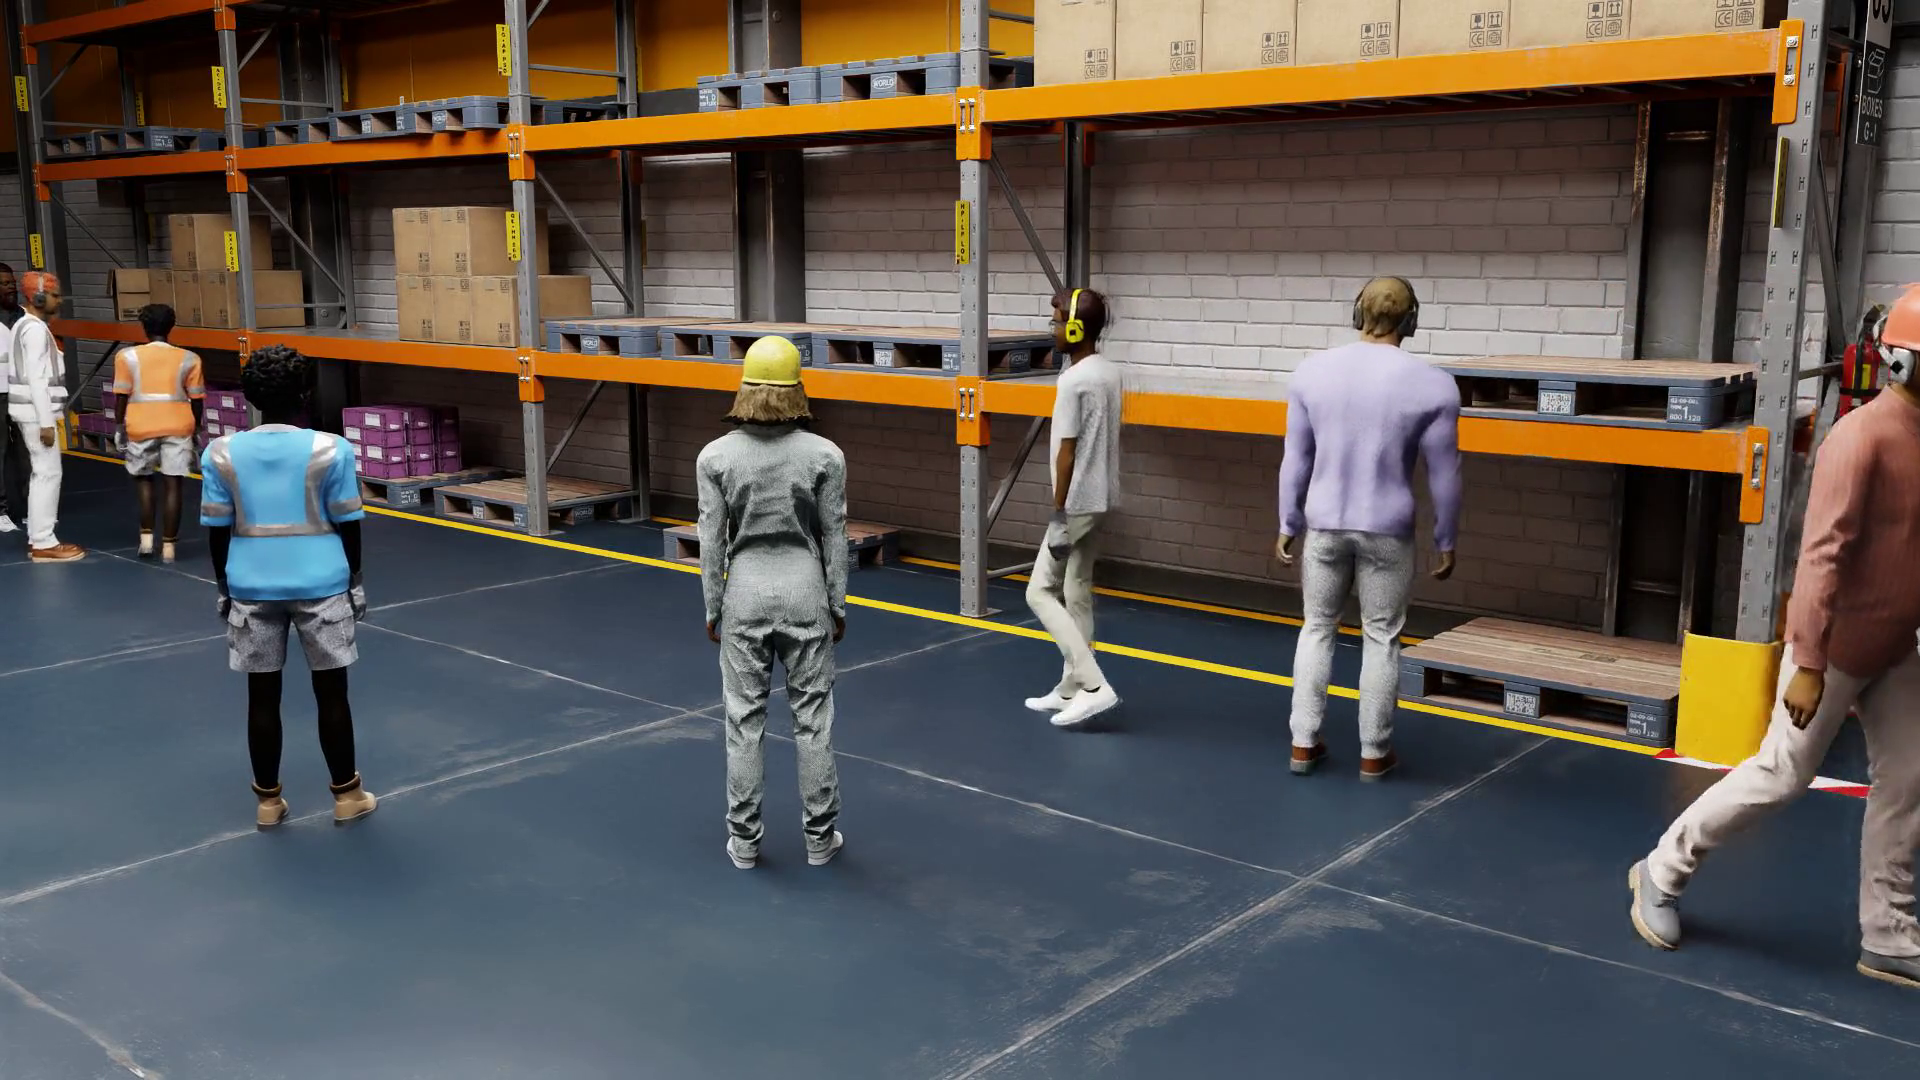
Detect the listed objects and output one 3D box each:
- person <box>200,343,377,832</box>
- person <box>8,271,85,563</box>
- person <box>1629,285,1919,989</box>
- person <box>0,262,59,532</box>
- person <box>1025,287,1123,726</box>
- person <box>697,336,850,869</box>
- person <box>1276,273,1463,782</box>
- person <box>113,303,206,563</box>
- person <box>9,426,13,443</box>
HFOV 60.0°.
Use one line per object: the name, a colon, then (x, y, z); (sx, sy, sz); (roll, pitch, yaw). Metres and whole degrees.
person: (-2.322, 0.173, 5.767); (0.534, 1.698, 0.322); (-1, 10, -6)
person: (-5.943, -0.794, 10.773); (0.383, 1.874, 0.598); (-7, 12, -33)
person: (2.361, 0.259, 4.605); (0.657, 1.952, 0.888); (-8, 13, -39)
person: (-6.870, -1.033, 12.006); (0.392, 1.922, 0.592); (5, 11, 25)
person: (0.474, -0.135, 7.056); (0.458, 1.861, 0.550); (6, 12, 32)
person: (-0.603, 0.210, 5.435); (0.488, 1.744, 0.296); (-1, 10, -5)
person: (1.536, -0.029, 6.259); (0.671, 1.929, 0.440); (5, 11, 26)
person: (-5.161, -0.689, 10.756); (0.553, 1.660, 0.520); (-5, 11, -26)
person: (-9.097, -1.557, 15.803); (0.265, 1.632, 0.508); (9, 13, 40)
